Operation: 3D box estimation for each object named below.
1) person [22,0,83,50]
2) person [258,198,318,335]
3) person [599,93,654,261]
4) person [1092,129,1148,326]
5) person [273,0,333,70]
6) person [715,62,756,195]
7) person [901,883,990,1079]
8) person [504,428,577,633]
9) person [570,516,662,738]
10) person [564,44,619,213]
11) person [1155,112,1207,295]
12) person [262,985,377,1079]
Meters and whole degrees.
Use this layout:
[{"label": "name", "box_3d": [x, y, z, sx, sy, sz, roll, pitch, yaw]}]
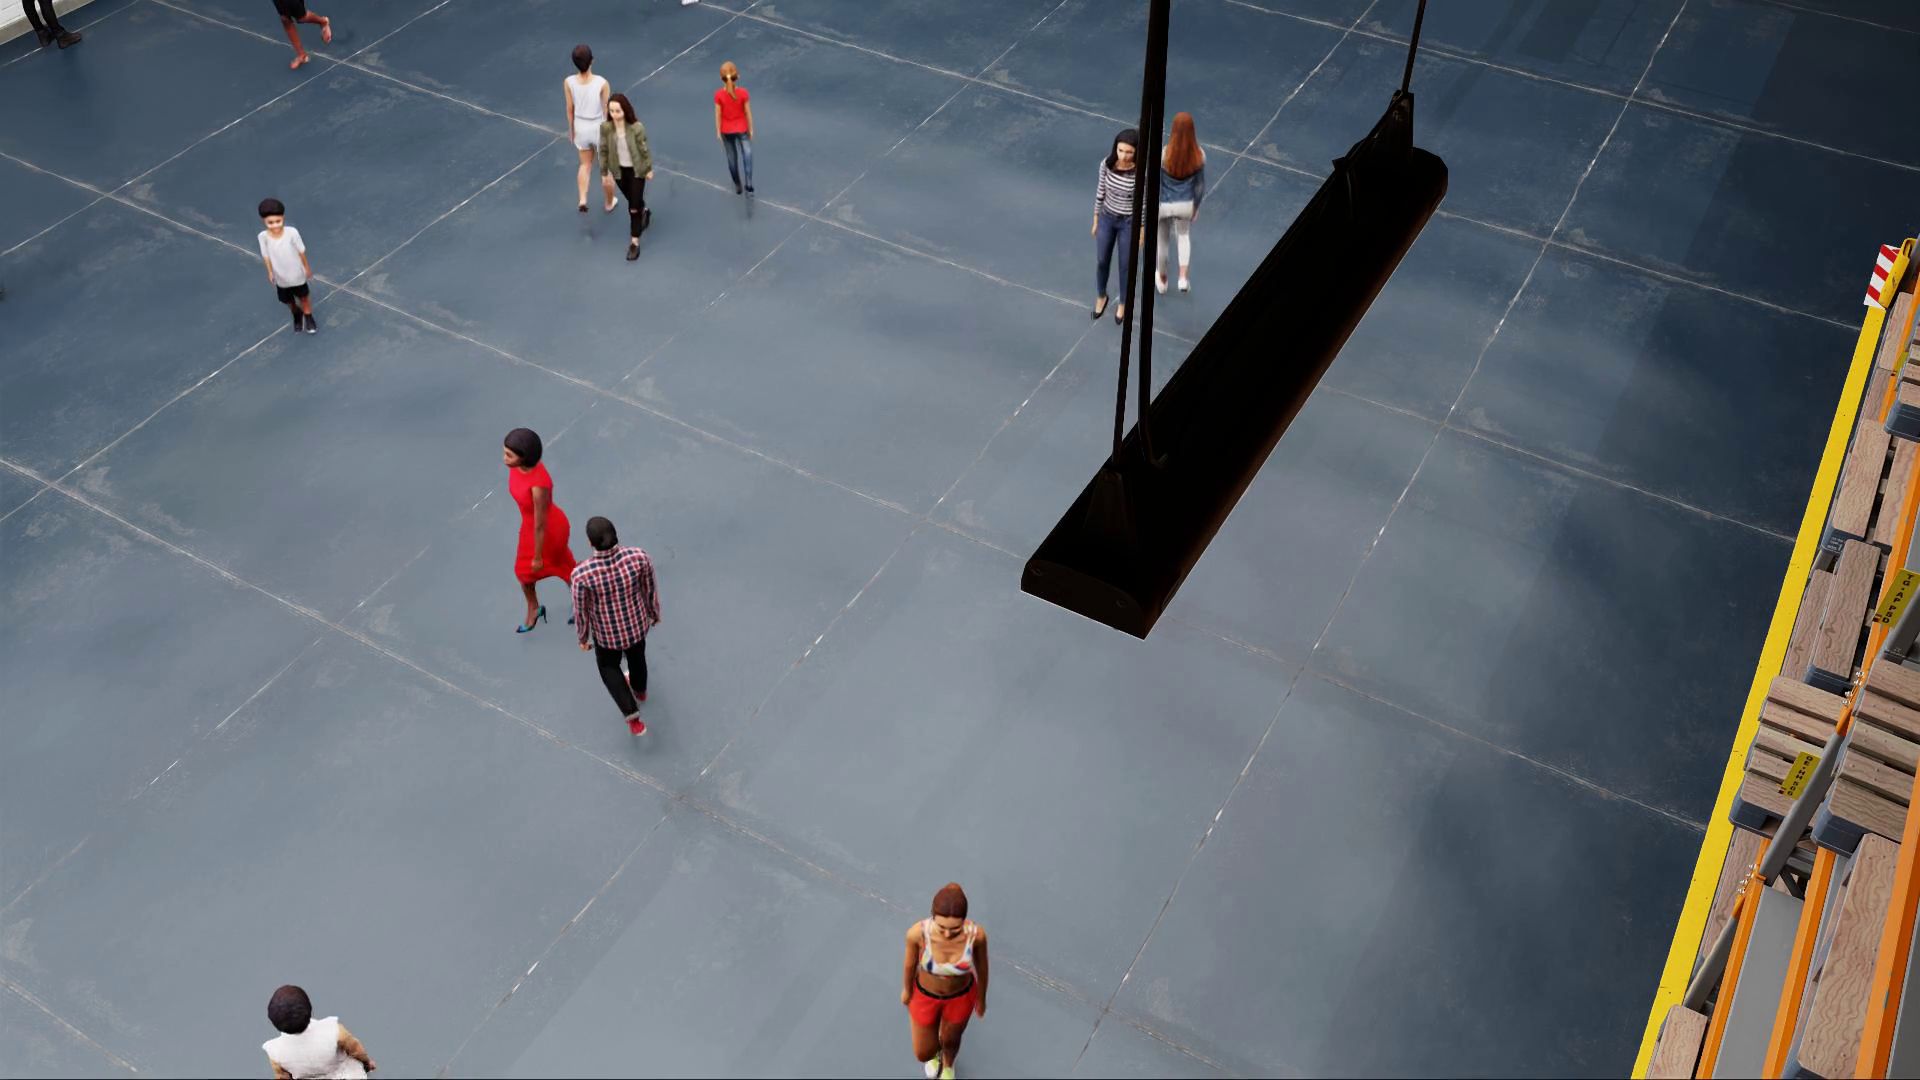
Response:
[{"label": "person", "box_3d": [-9.677, -5.950, 17.179, 0.656, 1.781, 0.652, 15, 46, 15]}, {"label": "person", "box_3d": [-5.547, -2.283, 13.716, 0.566, 1.248, 0.634, -13, 45, -13]}, {"label": "person", "box_3d": [-2.891, -3.269, 14.609, 0.819, 1.443, 1.074, 7, 44, 7]}, {"label": "person", "box_3d": [1.313, -2.578, 13.632, 0.618, 1.791, 0.523, 18, 46, 18]}, {"label": "person", "box_3d": [-6.826, -5.697, 16.968, 0.700, 1.706, 0.911, 15, 46, 15]}, {"label": "person", "box_3d": [-2.051, -3.714, 15.179, 0.628, 1.303, 0.692, -8, 44, -8]}, {"label": "person", "box_3d": [-0.078, 2.261, 8.562, 0.725, 1.778, 0.767, 0, 44, 0]}, {"label": "person", "box_3d": [-2.674, -0.076, 11.053, 0.857, 1.727, 0.713, -32, 52, -29]}, {"label": "person", "box_3d": [-2.121, 0.545, 10.378, 1.017, 1.758, 1.027, -21, 48, -21]}, {"label": "person", "box_3d": [-3.292, -3.608, 14.851, 0.720, 1.600, 0.845, 5, 44, 5]}, {"label": "person", "box_3d": [1.804, -2.732, 13.867, 0.814, 1.690, 0.882, -5, 44, -5]}, {"label": "person", "box_3d": [-3.093, 2.758, 8.210, 0.695, 1.543, 0.761, -13, 45, -13]}]
